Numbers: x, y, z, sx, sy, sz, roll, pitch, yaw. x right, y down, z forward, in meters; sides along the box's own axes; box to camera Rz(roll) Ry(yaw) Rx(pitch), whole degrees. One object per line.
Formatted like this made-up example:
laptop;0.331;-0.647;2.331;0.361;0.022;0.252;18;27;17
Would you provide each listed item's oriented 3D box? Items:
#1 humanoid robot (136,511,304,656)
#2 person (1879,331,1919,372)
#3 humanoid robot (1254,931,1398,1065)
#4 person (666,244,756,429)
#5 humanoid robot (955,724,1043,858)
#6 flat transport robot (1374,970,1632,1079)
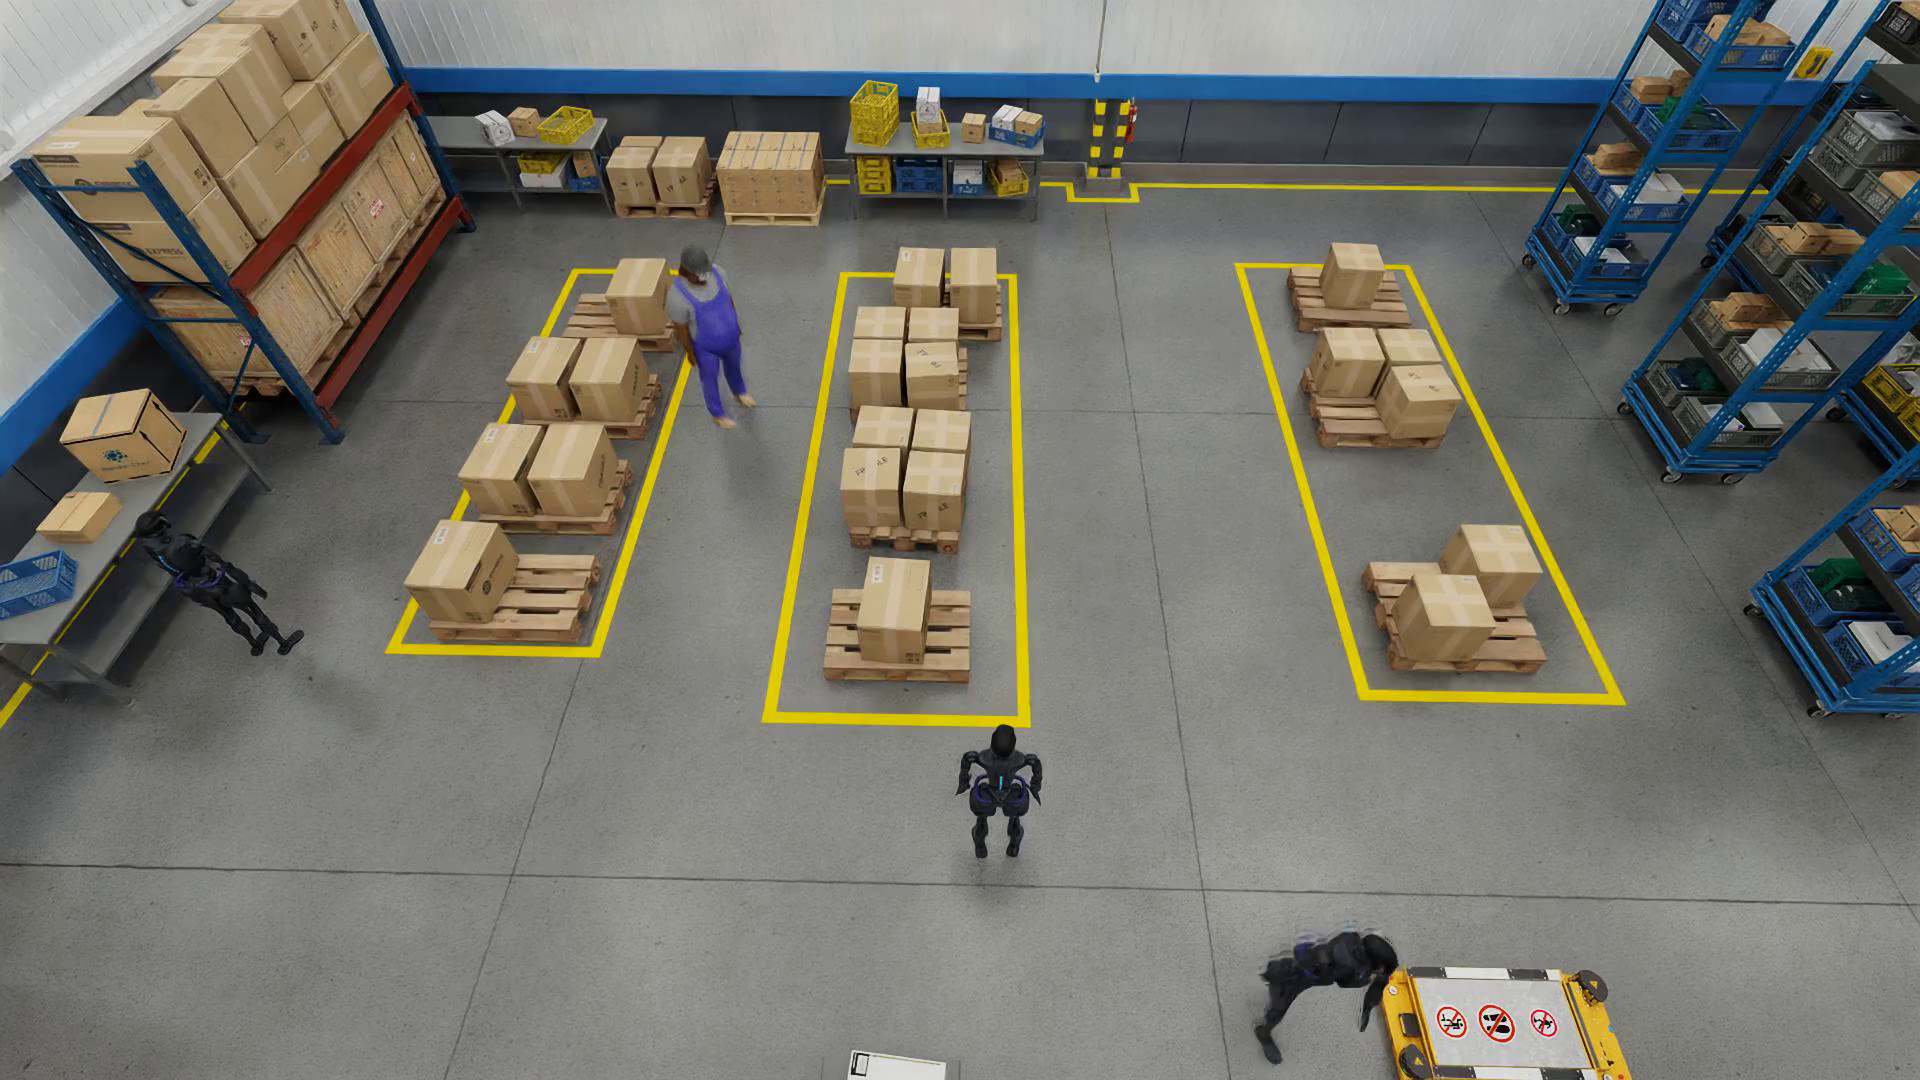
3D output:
humanoid robot;-5.911;0.351;7.280;0.596;1.660;0.323;1;51;1
person;9.881;-2.225;9.259;0.576;1.882;0.354;1;51;1
humanoid robot;2.136;2.623;5.463;0.595;1.625;0.669;-4;51;-3
person;-2.401;-2.003;8.976;0.536;2.000;0.685;31;57;23
humanoid robot;0.263;1.698;6.184;0.596;1.657;0.323;1;51;1
flat transport robot;3.501;3.133;5.914;1.431;0.197;0.652;1;51;1
